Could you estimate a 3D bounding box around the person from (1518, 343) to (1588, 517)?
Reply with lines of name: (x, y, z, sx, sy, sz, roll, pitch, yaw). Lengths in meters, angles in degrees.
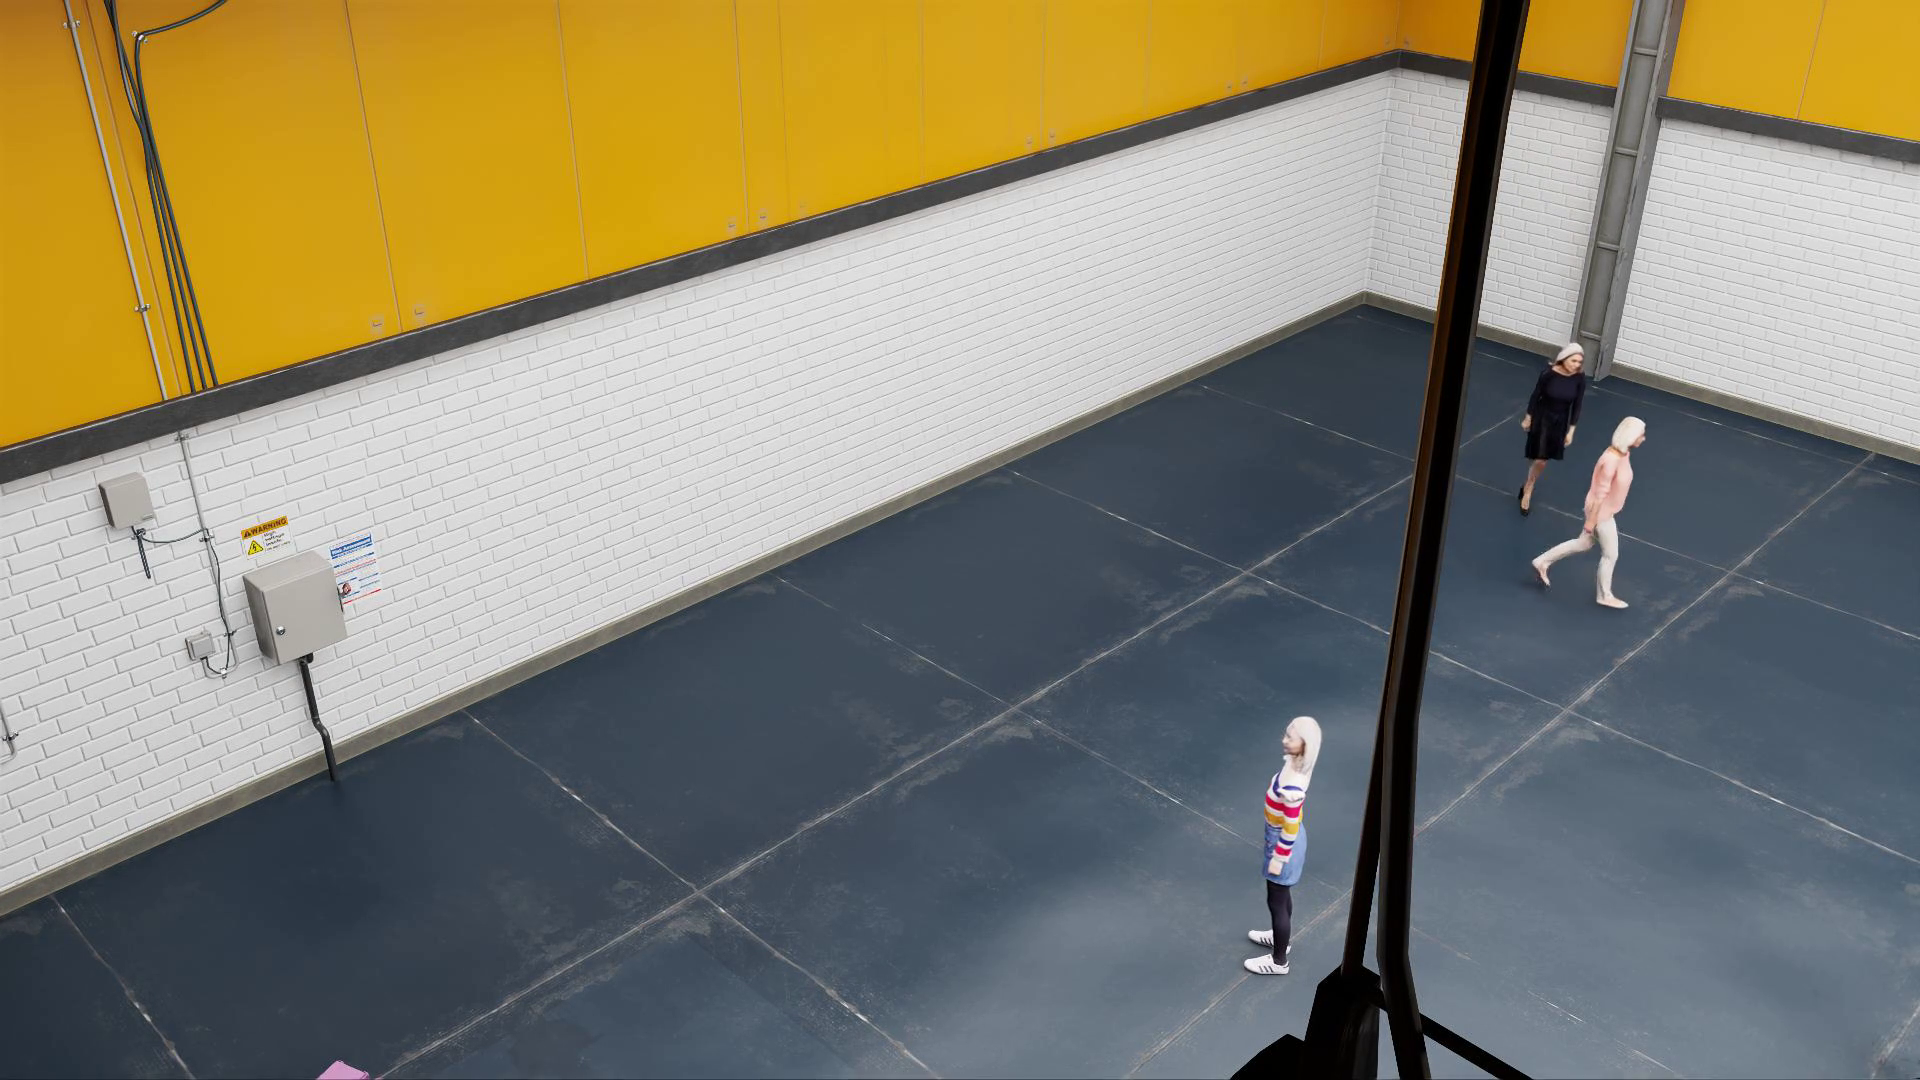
person: (5.345, -1.039, 15.164, 0.830, 1.716, 0.891, 2, 29, 3)

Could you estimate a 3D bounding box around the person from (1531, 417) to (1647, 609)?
person: (5.209, -0.255, 13.755, 1.134, 1.689, 0.802, 16, 32, 26)

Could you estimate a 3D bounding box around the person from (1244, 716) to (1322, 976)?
person: (1.927, 1.803, 9.860, 0.703, 1.805, 0.724, 8, 30, 14)
